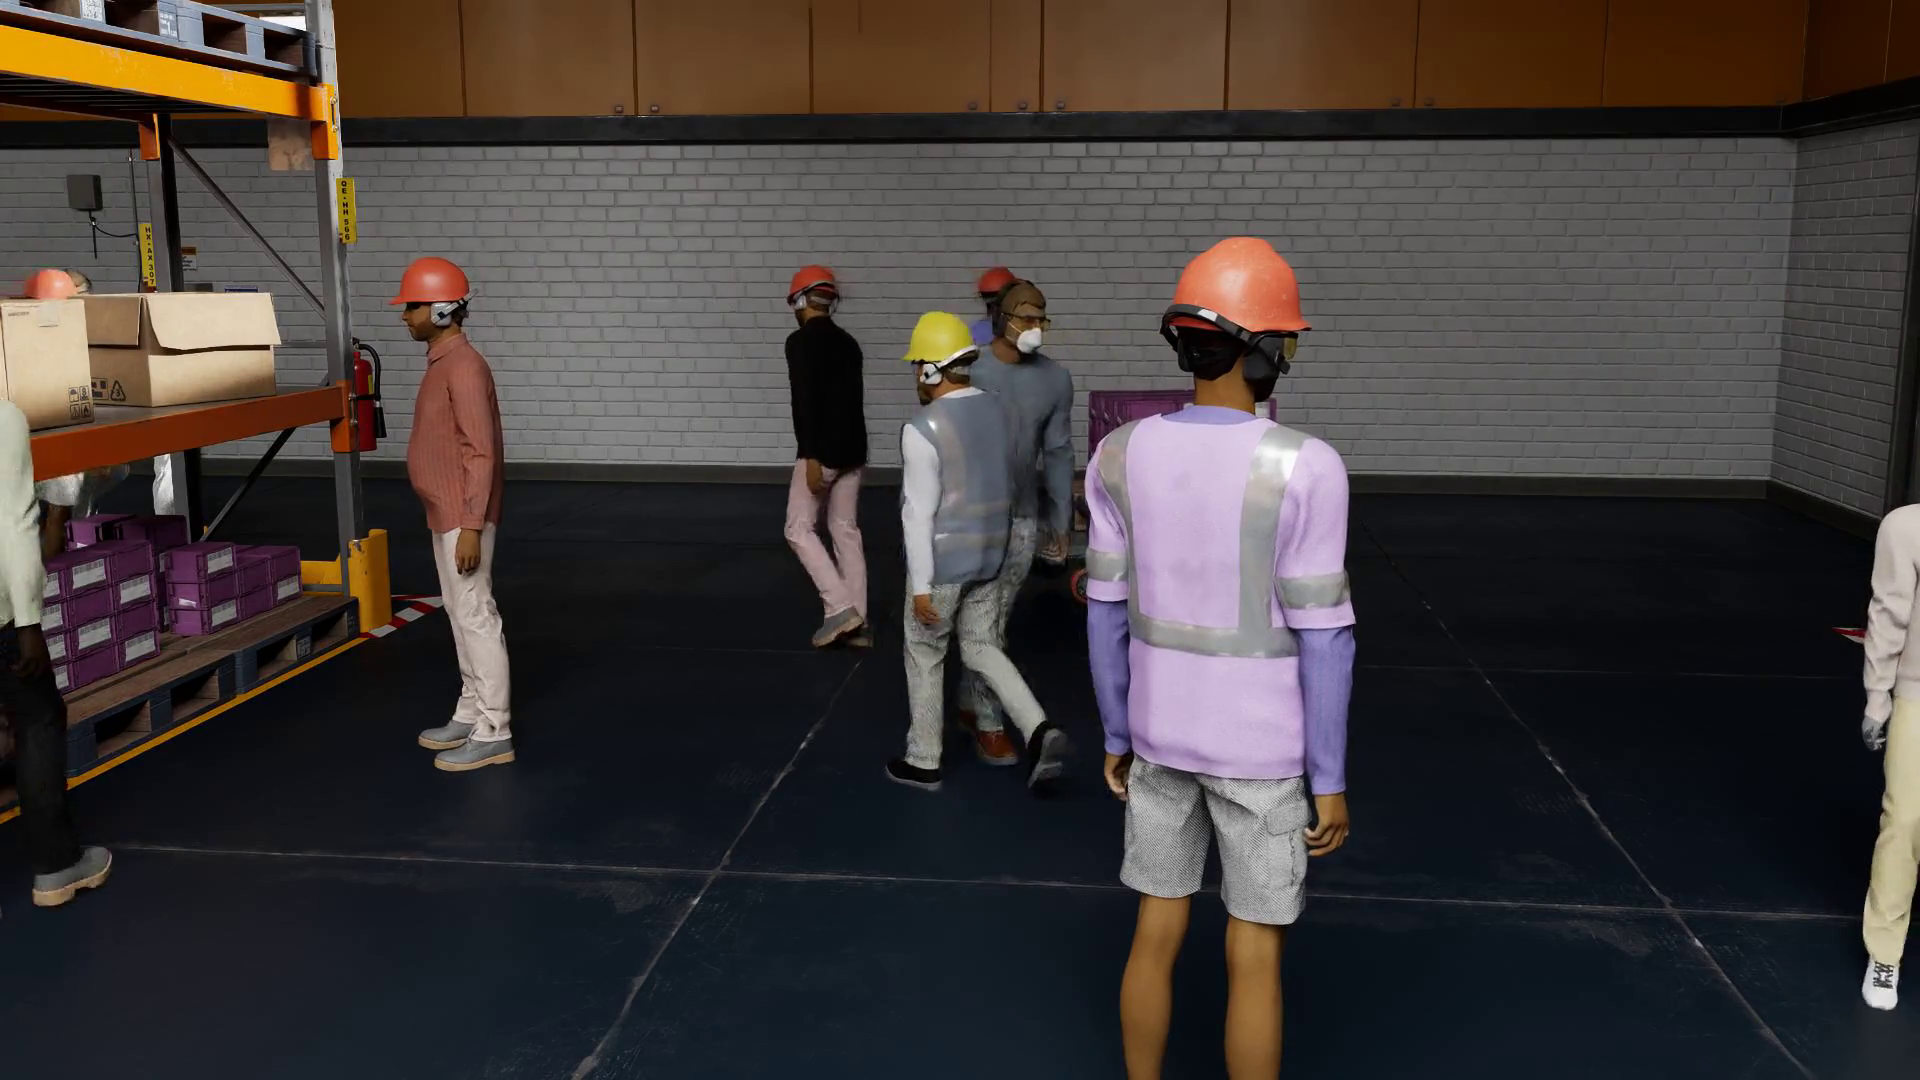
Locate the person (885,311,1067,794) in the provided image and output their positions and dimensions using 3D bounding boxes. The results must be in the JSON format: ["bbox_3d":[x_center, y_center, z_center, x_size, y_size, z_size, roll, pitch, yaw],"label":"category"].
[{"bbox_3d":[0.037,0.072,6.069,0.711,1.806,0.594,10,14,44],"label":"person"}]

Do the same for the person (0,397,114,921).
[{"bbox_3d":[-2.919,0.184,4.946,0.642,1.967,0.814,1,10,3],"label":"person"}]

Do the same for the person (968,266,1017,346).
[{"bbox_3d":[0.221,-0.781,10.633,0.774,1.917,0.582,-8,12,-37],"label":"person"}]

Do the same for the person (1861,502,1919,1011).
[{"bbox_3d":[2.670,0.448,4.424,0.505,1.632,0.307,3,10,18],"label":"person"}]

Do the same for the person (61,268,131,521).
[{"bbox_3d":[-5.756,-0.813,10.852,0.509,1.906,0.670,3,10,15],"label":"person"}]

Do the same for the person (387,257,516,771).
[{"bbox_3d":[-1.983,-0.099,6.511,0.396,1.992,0.623,-5,11,-26],"label":"person"}]

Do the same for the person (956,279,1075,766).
[{"bbox_3d":[0.182,-0.074,6.627,0.641,1.900,0.771,-6,12,-31],"label":"person"}]

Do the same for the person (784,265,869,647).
[{"bbox_3d":[-0.696,-0.422,8.521,0.593,1.940,0.649,6,12,32],"label":"person"}]

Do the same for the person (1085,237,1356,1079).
[{"bbox_3d":[0.546,0.409,3.464,0.605,2.045,0.377,8,13,40],"label":"person"}]

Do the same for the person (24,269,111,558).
[{"bbox_3d":[-4.993,-0.542,9.295,0.563,1.906,0.725,1,10,8],"label":"person"}]

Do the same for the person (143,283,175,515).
[{"bbox_3d":[-5.125,-0.796,10.821,0.356,1.883,0.574,-3,10,-14],"label":"person"}]
